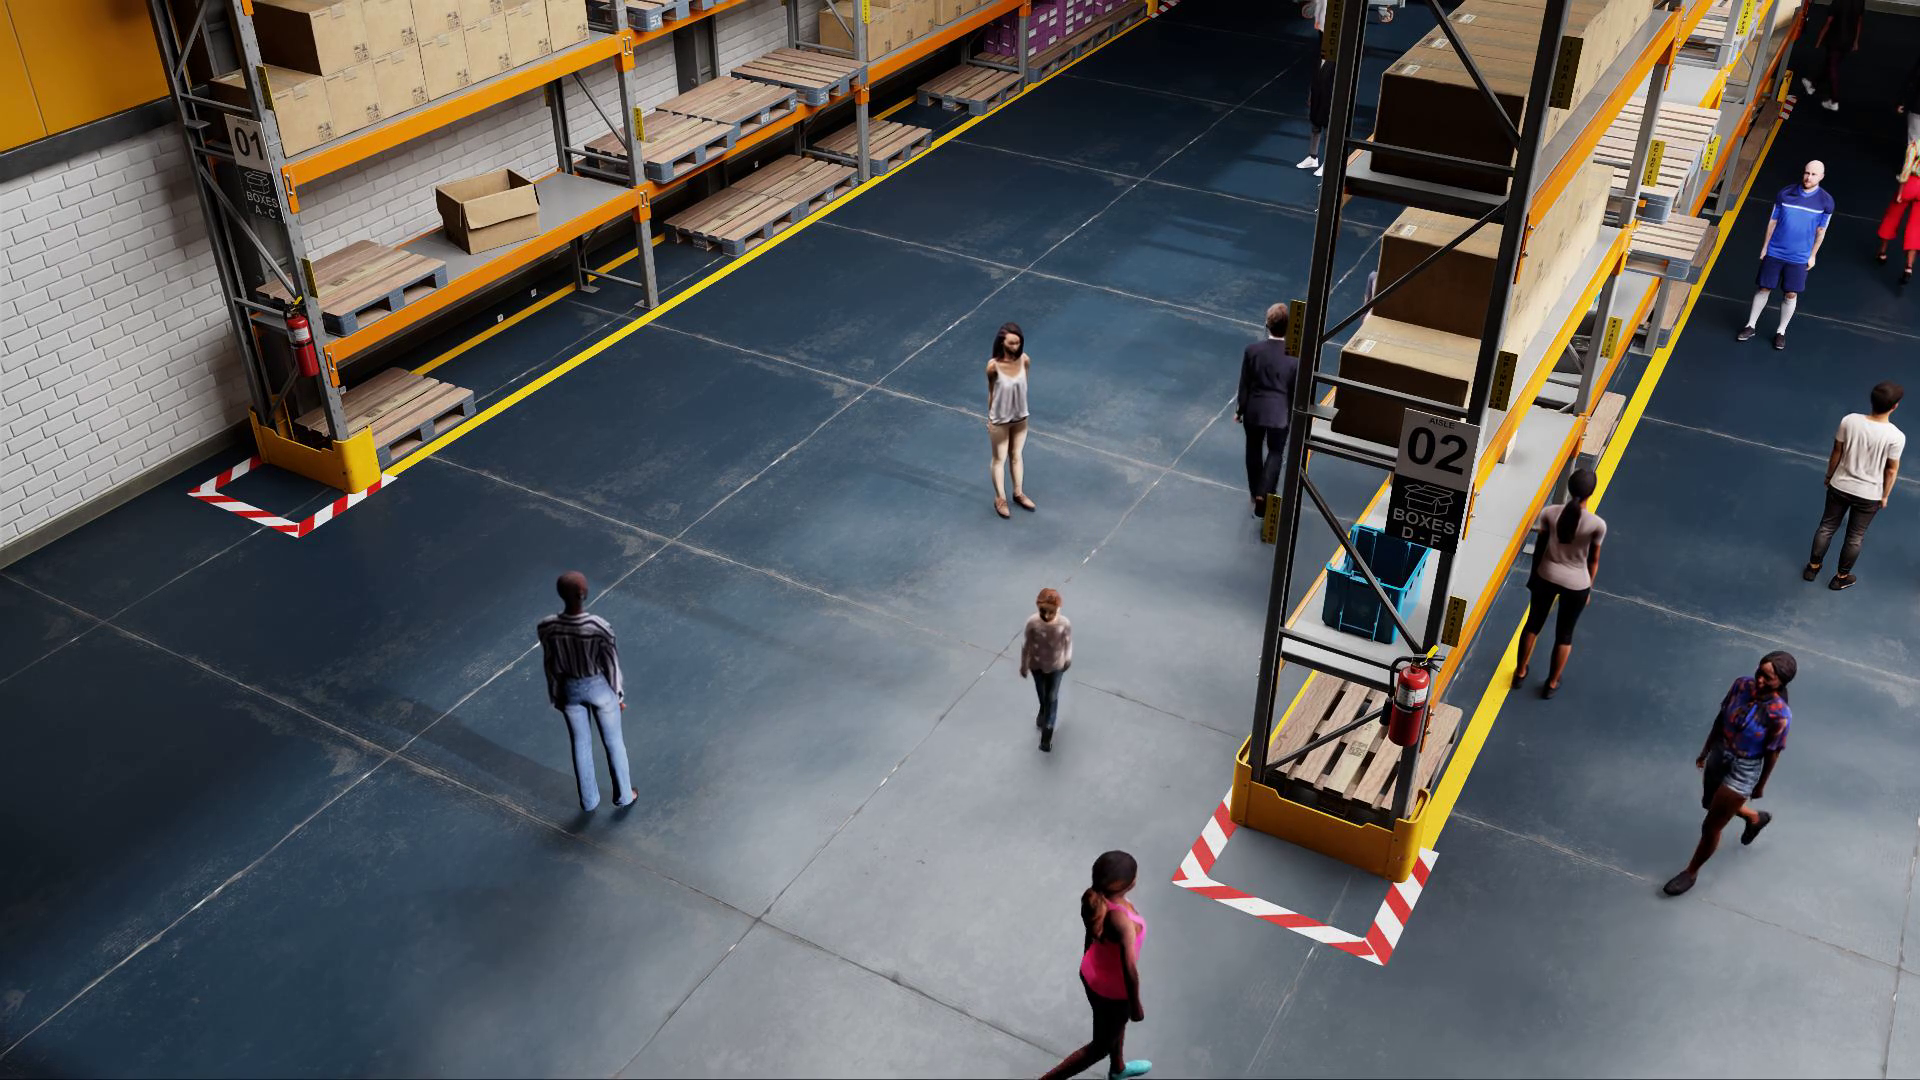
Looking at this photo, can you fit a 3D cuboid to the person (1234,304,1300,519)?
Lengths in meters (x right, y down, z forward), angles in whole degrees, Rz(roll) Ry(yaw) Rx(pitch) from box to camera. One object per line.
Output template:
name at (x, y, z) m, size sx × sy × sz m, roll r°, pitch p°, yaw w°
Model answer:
person at (2.443, -1.011, 13.258) m, size 0.822 × 1.799 × 1.037 m, roll 10°, pitch 35°, yaw 14°

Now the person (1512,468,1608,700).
person at (4.094, 0.300, 11.335) m, size 0.600 × 1.744 × 0.546 m, roll 21°, pitch 39°, yaw 29°

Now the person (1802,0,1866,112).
person at (11.389, -6.412, 21.446) m, size 1.094 × 1.731 × 1.129 m, roll -10°, pitch 35°, yaw -15°

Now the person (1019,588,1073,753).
person at (0.584, 0.786, 11.125) m, size 0.634 × 1.168 × 0.855 m, roll 7°, pitch 34°, yaw 10°

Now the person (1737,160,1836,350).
person at (7.882, -2.733, 15.811) m, size 0.661 × 1.842 × 0.557 m, roll 18°, pitch 38°, yaw 25°

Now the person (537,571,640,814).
person at (-2.297, 0.967, 10.288) m, size 0.695 × 1.794 × 0.695 m, roll 1°, pitch 34°, yaw 2°

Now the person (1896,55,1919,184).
person at (11.188, -5.004, 19.136) m, size 0.877 × 1.942 × 0.907 m, roll 2°, pitch 34°, yaw 3°

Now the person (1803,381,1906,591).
person at (6.704, -0.417, 12.434) m, size 0.631 × 1.722 × 0.680 m, roll -28°, pitch 43°, yaw -35°

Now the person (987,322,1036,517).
person at (0.377, -1.006, 13.383) m, size 0.706 × 1.653 × 0.644 m, roll 8°, pitch 34°, yaw 12°

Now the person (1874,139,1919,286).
person at (9.766, -3.447, 16.968) m, size 0.784 × 1.749 × 1.221 m, roll 9°, pitch 35°, yaw 13°

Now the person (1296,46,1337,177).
person at (4.321, -5.194, 19.586) m, size 0.727 × 1.761 × 0.729 m, roll -18°, pitch 38°, yaw -25°

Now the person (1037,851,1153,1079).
person at (0.664, 2.275, 8.404) m, size 1.058 × 1.700 × 0.987 m, roll -10°, pitch 35°, yaw -14°

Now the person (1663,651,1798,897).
person at (4.623, 1.337, 9.799) m, size 1.095 × 1.718 × 0.993 m, roll -12°, pitch 35°, yaw -18°
